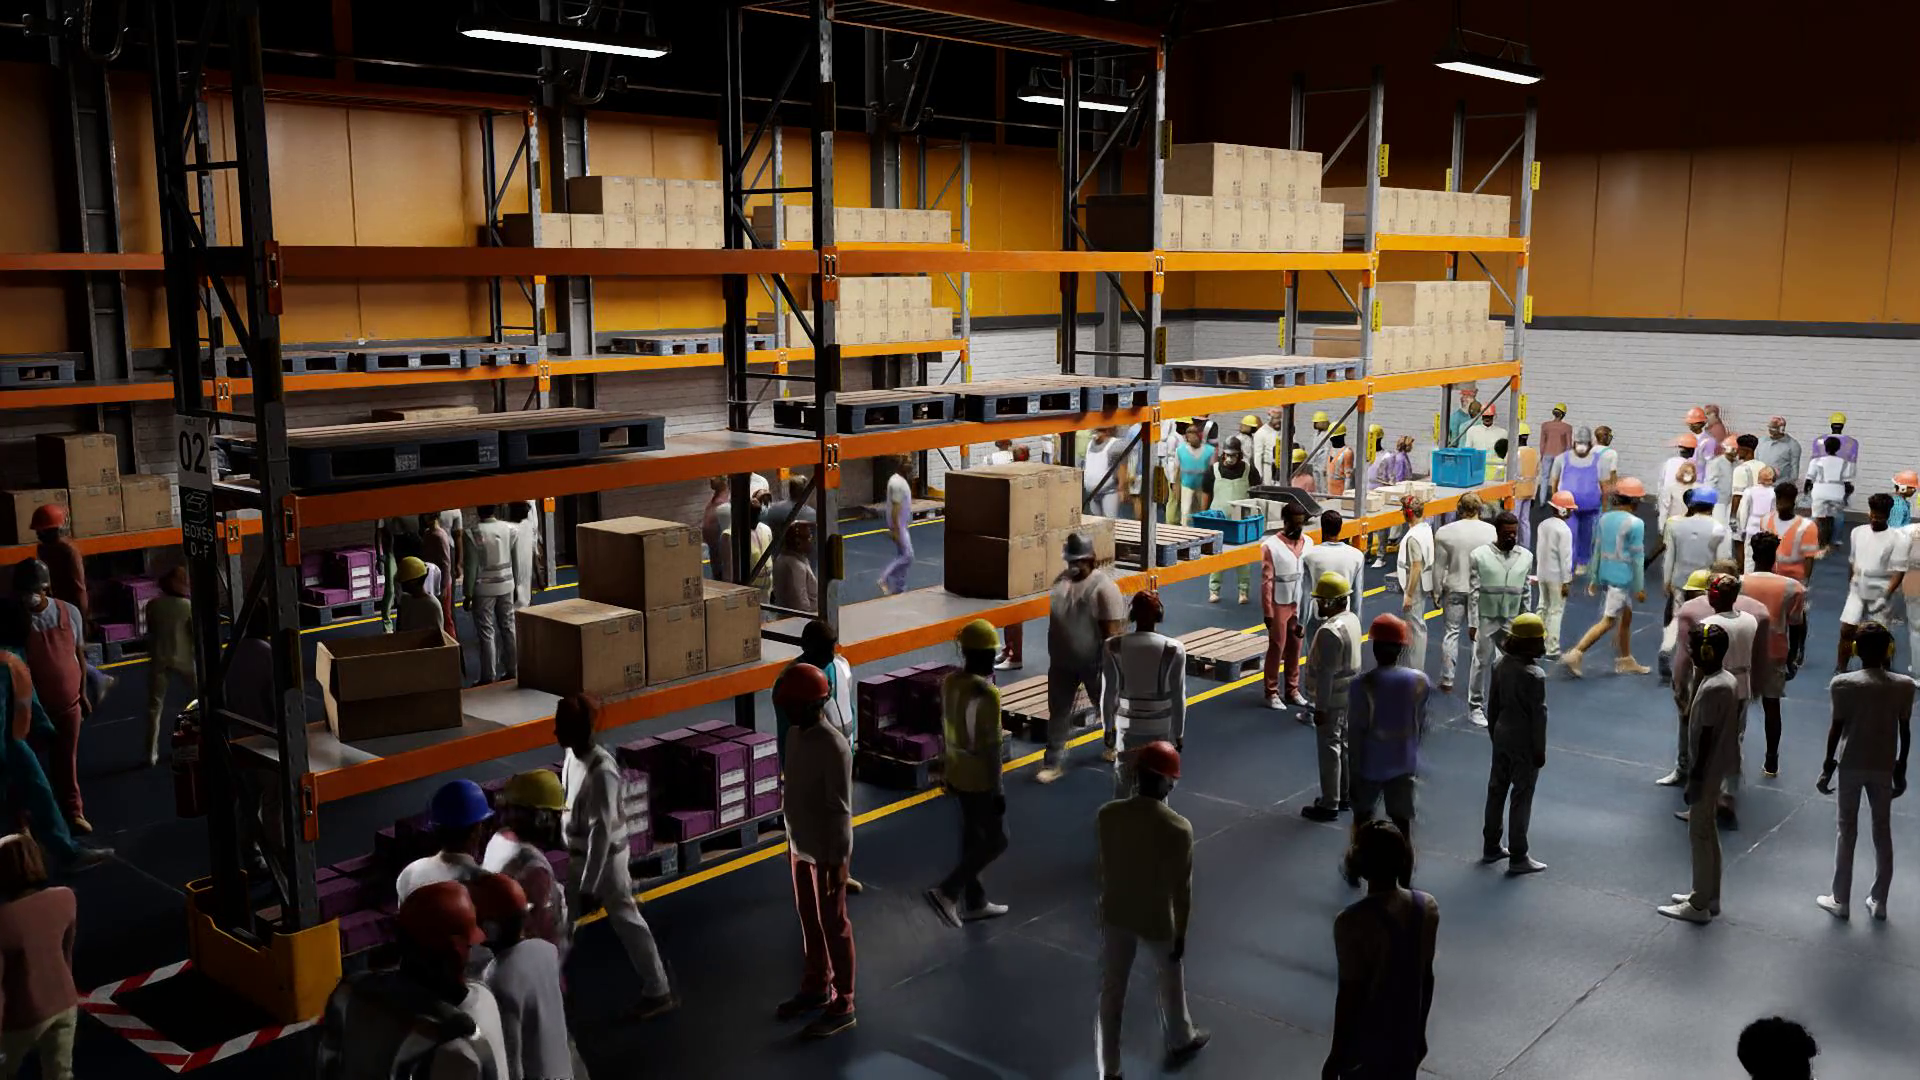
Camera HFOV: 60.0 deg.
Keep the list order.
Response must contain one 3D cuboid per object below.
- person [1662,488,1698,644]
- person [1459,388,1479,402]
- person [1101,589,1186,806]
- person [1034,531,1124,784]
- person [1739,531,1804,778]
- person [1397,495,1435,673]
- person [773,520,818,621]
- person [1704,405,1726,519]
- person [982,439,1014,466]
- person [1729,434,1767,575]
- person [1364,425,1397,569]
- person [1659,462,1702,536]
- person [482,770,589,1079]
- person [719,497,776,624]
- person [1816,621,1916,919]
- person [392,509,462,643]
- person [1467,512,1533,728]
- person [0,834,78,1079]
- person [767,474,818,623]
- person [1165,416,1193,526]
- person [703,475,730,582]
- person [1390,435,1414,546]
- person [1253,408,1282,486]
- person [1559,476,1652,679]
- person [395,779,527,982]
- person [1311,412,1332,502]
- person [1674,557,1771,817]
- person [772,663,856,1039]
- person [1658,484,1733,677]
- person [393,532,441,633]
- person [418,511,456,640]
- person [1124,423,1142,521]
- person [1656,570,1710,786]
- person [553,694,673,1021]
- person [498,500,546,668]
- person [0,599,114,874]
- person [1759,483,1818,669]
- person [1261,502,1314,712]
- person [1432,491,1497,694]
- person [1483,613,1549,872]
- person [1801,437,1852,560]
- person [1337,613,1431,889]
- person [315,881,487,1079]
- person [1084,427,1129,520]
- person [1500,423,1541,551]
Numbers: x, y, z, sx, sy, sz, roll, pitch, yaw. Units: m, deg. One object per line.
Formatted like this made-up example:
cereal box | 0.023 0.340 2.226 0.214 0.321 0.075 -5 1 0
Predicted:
person | 7.689 0.292 17.564 0.533 1.697 0.319 2 10 10
person | 8.852 -1.737 28.849 0.472 1.983 0.643 -1 10 -4
person | 1.232 1.263 11.230 0.577 1.880 0.352 2 10 14
person | 1.015 0.851 13.207 0.684 2.000 1.057 8 12 38
person | 6.299 0.900 13.142 0.614 1.959 0.366 2 10 14
person | 4.378 0.486 15.984 0.396 1.840 0.564 4 10 24
person | -1.351 0.774 14.061 0.410 1.909 0.643 -3 10 -18
person | 11.497 -1.137 25.529 0.541 1.884 0.671 4 10 25
person | 0.577 -0.503 21.780 0.581 1.879 0.356 1 10 5
person | 9.708 -0.333 20.536 0.608 1.959 0.379 -6 11 -30
person | 5.512 -0.580 22.121 0.392 1.916 0.587 -7 12 -36
person | 8.951 -0.167 20.629 0.524 1.580 0.875 3 10 17
person | -1.992 1.929 7.610 0.929 1.762 0.606 -4 10 -22
person | -2.002 0.497 15.909 0.428 1.842 0.633 8 12 38
person | 5.604 1.425 10.312 0.518 1.865 0.329 1 10 8
person | -5.447 0.211 17.026 0.681 2.000 0.535 -4 10 -21
person | 4.712 0.689 14.582 0.582 1.911 0.391 -1 10 -8
person | -4.027 2.071 7.215 0.405 1.611 0.508 5 11 25
person | -1.716 0.273 17.051 0.641 1.914 0.847 5 11 28
person | 3.201 -0.941 24.271 0.398 1.920 0.586 5 11 27
person | -2.577 0.114 18.007 0.409 1.908 0.639 -6 11 -30
person | 6.220 -0.664 23.473 0.314 1.632 0.524 3 10 19
person | 4.693 -1.034 24.901 0.656 1.893 0.399 -6 11 -31
person | 6.312 0.373 16.184 0.994 2.008 0.599 -1 10 -9
person | -2.094 1.954 7.049 0.616 1.904 0.928 7 12 34
person | 5.636 -1.143 26.024 0.318 1.738 0.483 -2 10 -14
person | 5.652 1.086 12.346 0.657 1.893 1.019 4 10 21
person | -0.779 1.619 8.797 0.408 1.986 0.617 -6 11 -33
person | 7.101 0.424 16.115 0.630 1.921 0.764 9 13 43
person | -4.813 0.765 14.758 0.319 1.693 0.533 4 10 24
person | -5.198 0.446 16.439 0.322 1.767 0.533 -7 12 -36
person | 2.526 -1.030 24.464 0.417 2.035 0.609 1 10 7
person | 5.607 1.088 12.676 0.307 1.745 0.484 -2 10 -13
person | -1.985 1.709 8.721 1.026 1.820 0.601 -6 11 -33
person | -4.364 0.413 16.459 0.414 1.826 0.546 3 10 19
person | -6.187 1.315 10.985 0.980 1.855 0.600 -5 11 -27
person | 8.155 0.382 16.450 1.045 1.902 0.628 -7 12 -36
person | 2.966 0.597 15.129 0.597 1.909 0.405 -6 11 -33
person | 4.760 0.503 15.635 0.634 1.931 0.359 3 10 16
person | 3.754 1.343 11.155 0.314 1.743 0.493 -4 10 -23
person | 11.936 -0.594 22.958 0.553 1.658 0.811 1 10 9
person | 2.669 1.393 10.448 0.545 1.872 1.044 0 10 -3
person | -1.882 2.145 5.690 0.622 1.966 0.970 6 11 34
person | 1.971 -0.730 22.645 0.670 2.000 0.720 -8 12 -40
person | 7.501 -0.611 22.330 0.592 1.912 0.397 -5 11 -28
